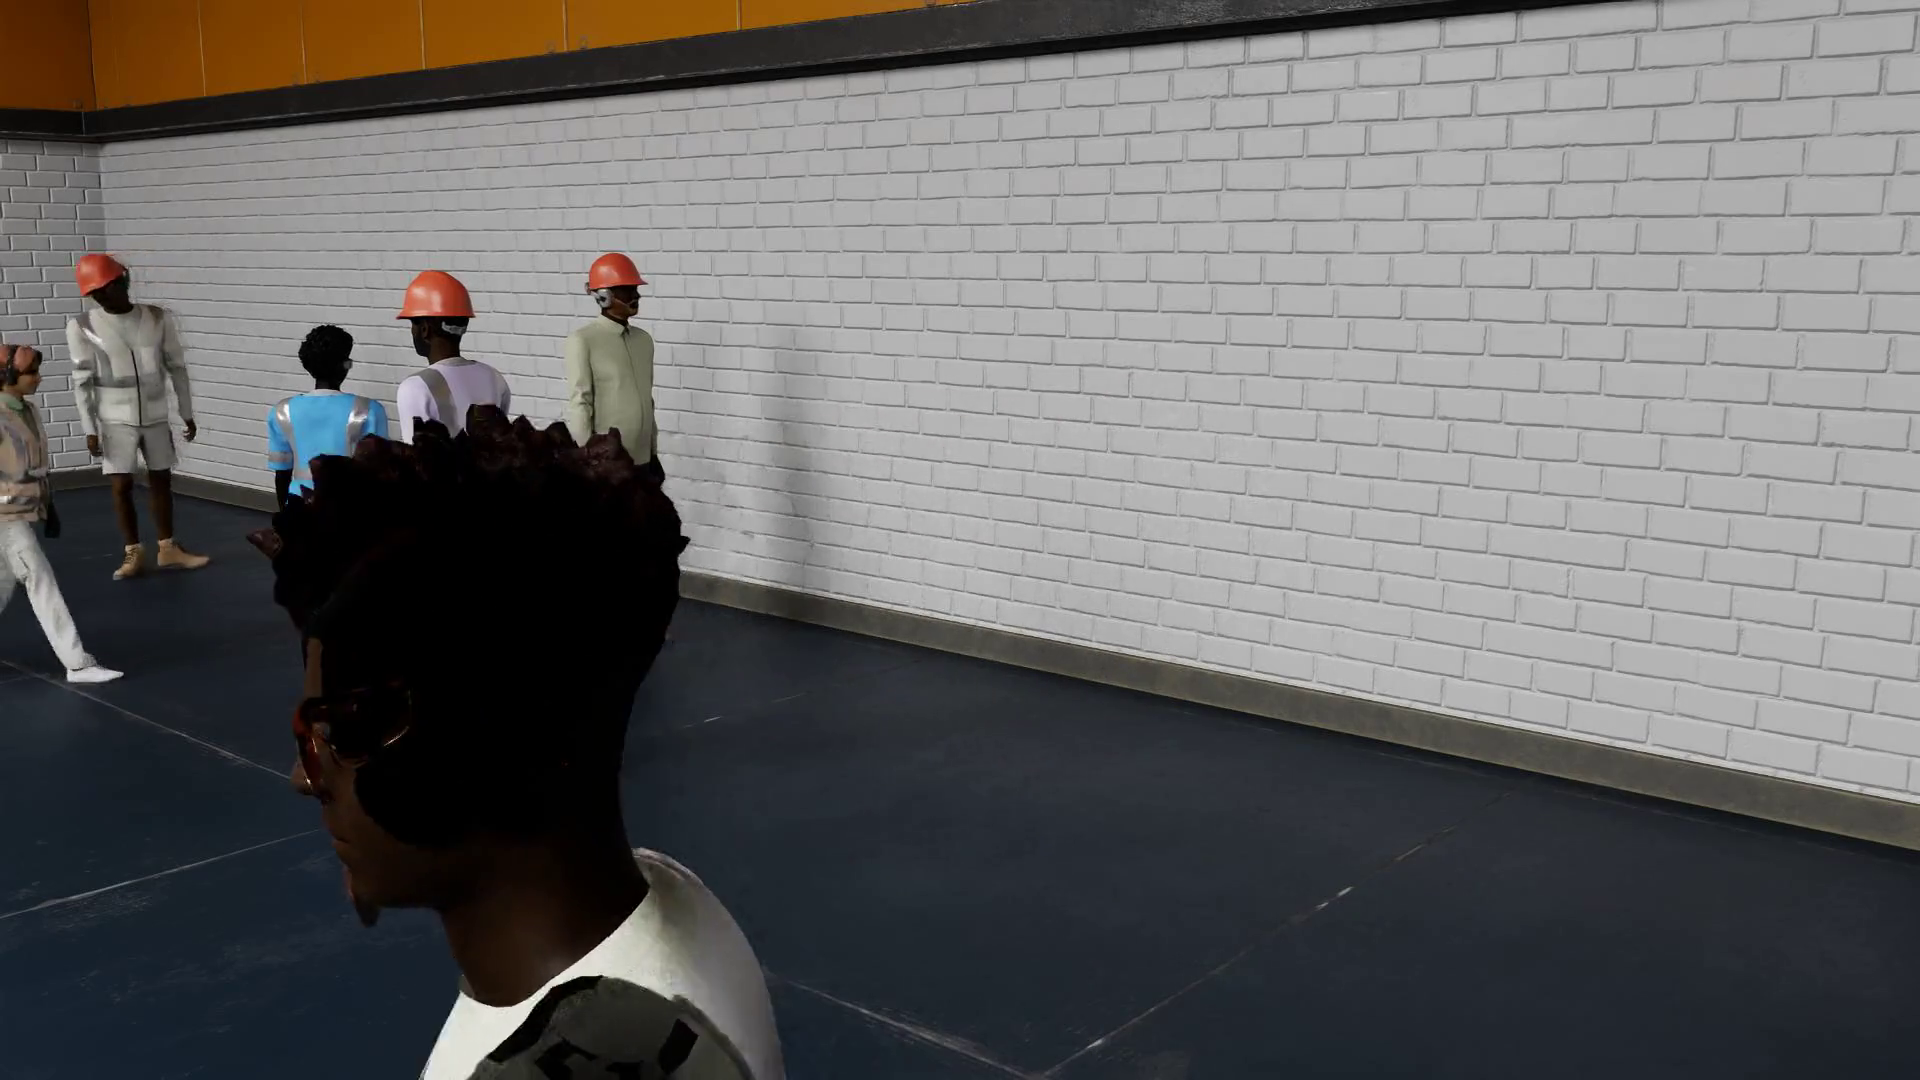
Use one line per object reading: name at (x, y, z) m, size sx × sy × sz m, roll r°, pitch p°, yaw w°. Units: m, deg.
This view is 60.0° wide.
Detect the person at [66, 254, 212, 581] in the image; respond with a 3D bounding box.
person at (-4.997, -0.744, 10.183) m, size 0.765 × 1.992 × 0.447 m, roll -9°, pitch 13°, yaw -41°

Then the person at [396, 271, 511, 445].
person at (-1.921, -0.034, 6.267) m, size 0.360 × 1.938 × 0.546 m, roll 3°, pitch 11°, yaw 19°

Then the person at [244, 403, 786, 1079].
person at (-0.207, 0.858, 1.212) m, size 0.921 × 1.934 × 0.609 m, roll -1°, pitch 10°, yaw -8°

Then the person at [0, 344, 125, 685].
person at (-4.389, -0.110, 7.705) m, size 0.862 × 1.590 × 0.532 m, roll -1°, pitch 10°, yaw -6°

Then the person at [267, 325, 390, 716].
person at (-2.692, -0.075, 7.180) m, size 0.572 × 1.698 × 0.317 m, roll 0°, pitch 10°, yaw 1°

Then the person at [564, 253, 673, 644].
person at (-1.709, -0.427, 8.335) m, size 0.375 × 1.997 × 0.611 m, roll 5°, pitch 11°, yaw 26°
